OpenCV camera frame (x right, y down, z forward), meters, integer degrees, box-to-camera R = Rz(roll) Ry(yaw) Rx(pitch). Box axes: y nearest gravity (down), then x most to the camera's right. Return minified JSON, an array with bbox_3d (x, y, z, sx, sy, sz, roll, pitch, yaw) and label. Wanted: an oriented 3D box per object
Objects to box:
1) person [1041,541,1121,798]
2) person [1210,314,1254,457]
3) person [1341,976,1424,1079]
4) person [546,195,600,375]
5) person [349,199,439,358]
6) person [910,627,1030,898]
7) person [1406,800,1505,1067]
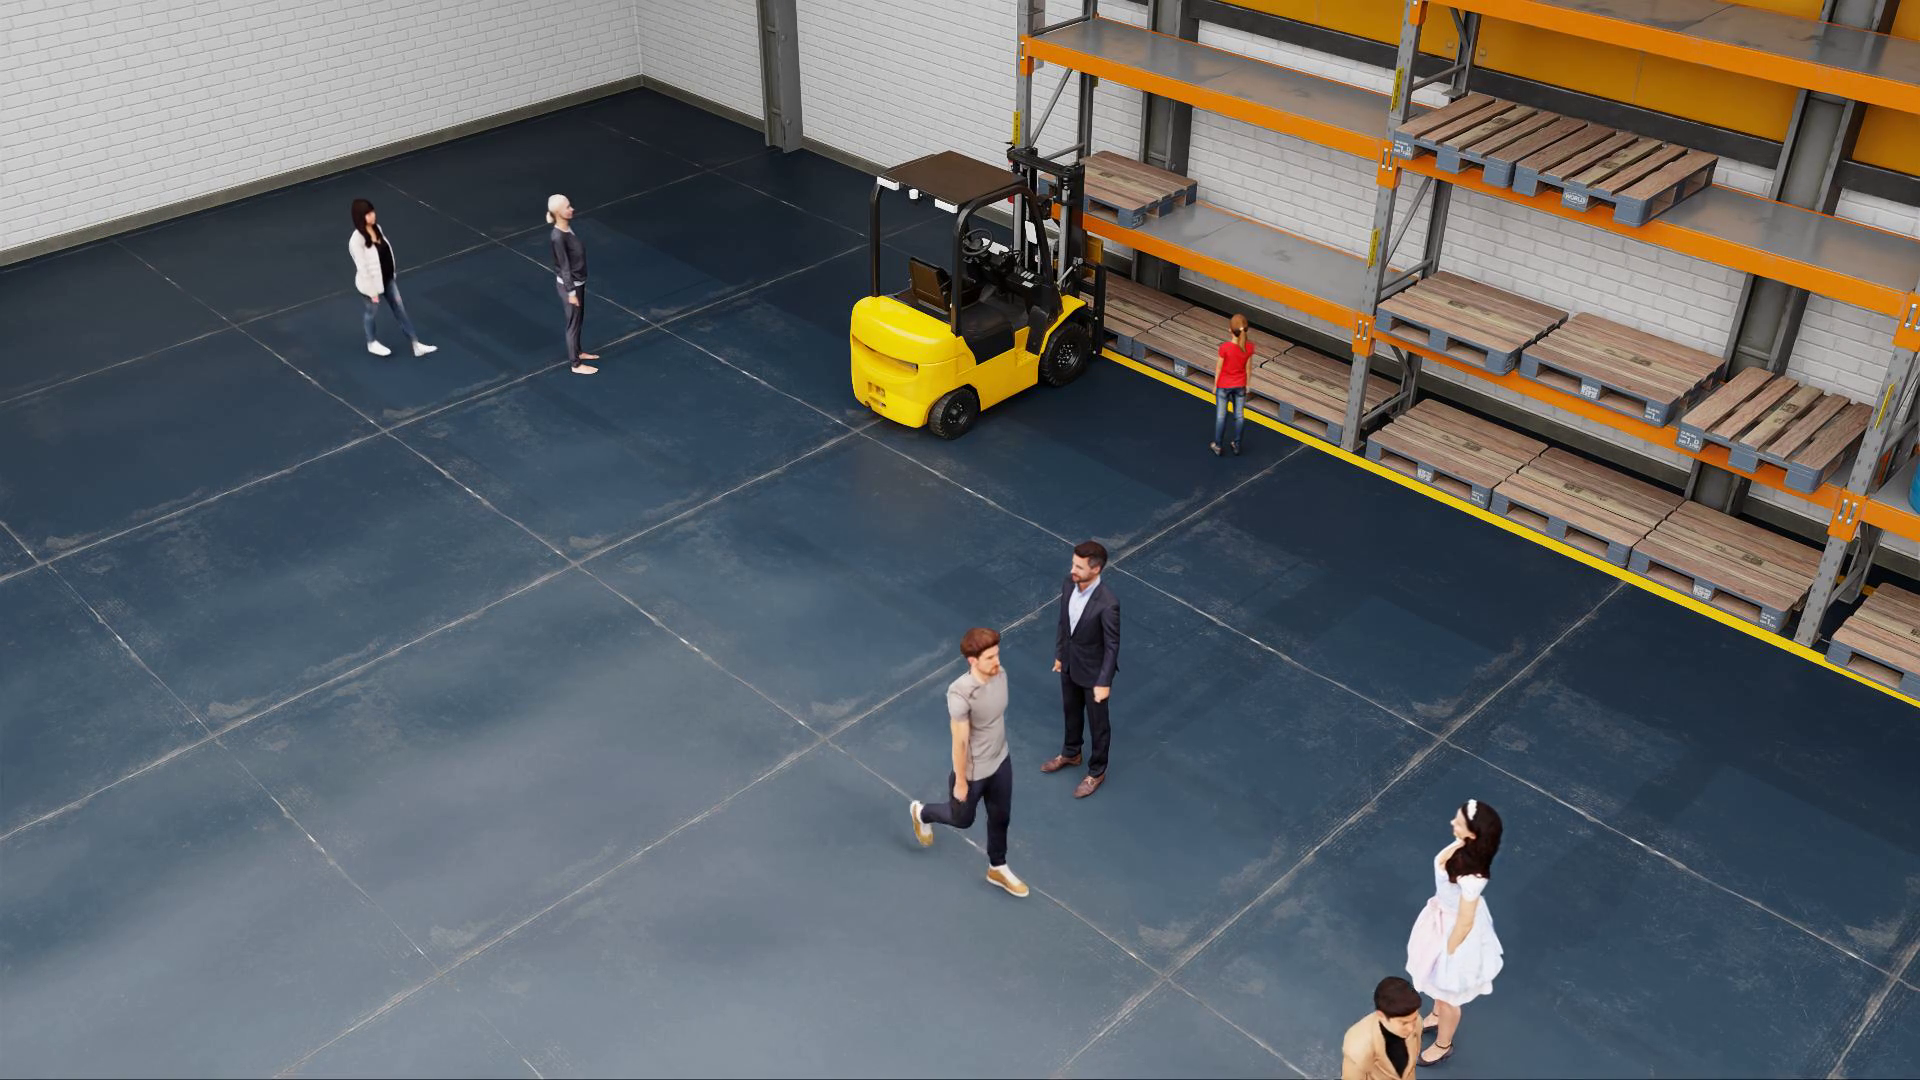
[{"bbox_3d":[0.800,0.796,10.592,0.705,1.868,0.538,-25,41,-33],"label":"person"},{"bbox_3d":[2.339,-1.325,14.290,0.549,1.307,0.598,-5,34,-8],"label":"person"},{"bbox_3d":[1.910,2.654,7.937,0.748,1.714,0.782,-16,37,-22],"label":"person"},{"bbox_3d":[-3.644,-2.412,15.547,0.741,1.727,0.654,-4,34,-6],"label":"person"},{"bbox_3d":[-5.584,-2.448,15.714,1.093,1.602,0.898,11,35,16],"label":"person"},{"bbox_3d":[0.041,1.285,9.850,1.092,1.875,0.667,26,41,33],"label":"person"},{"bbox_3d":[2.586,2.068,8.726,0.887,1.817,0.843,8,34,11],"label":"person"}]
